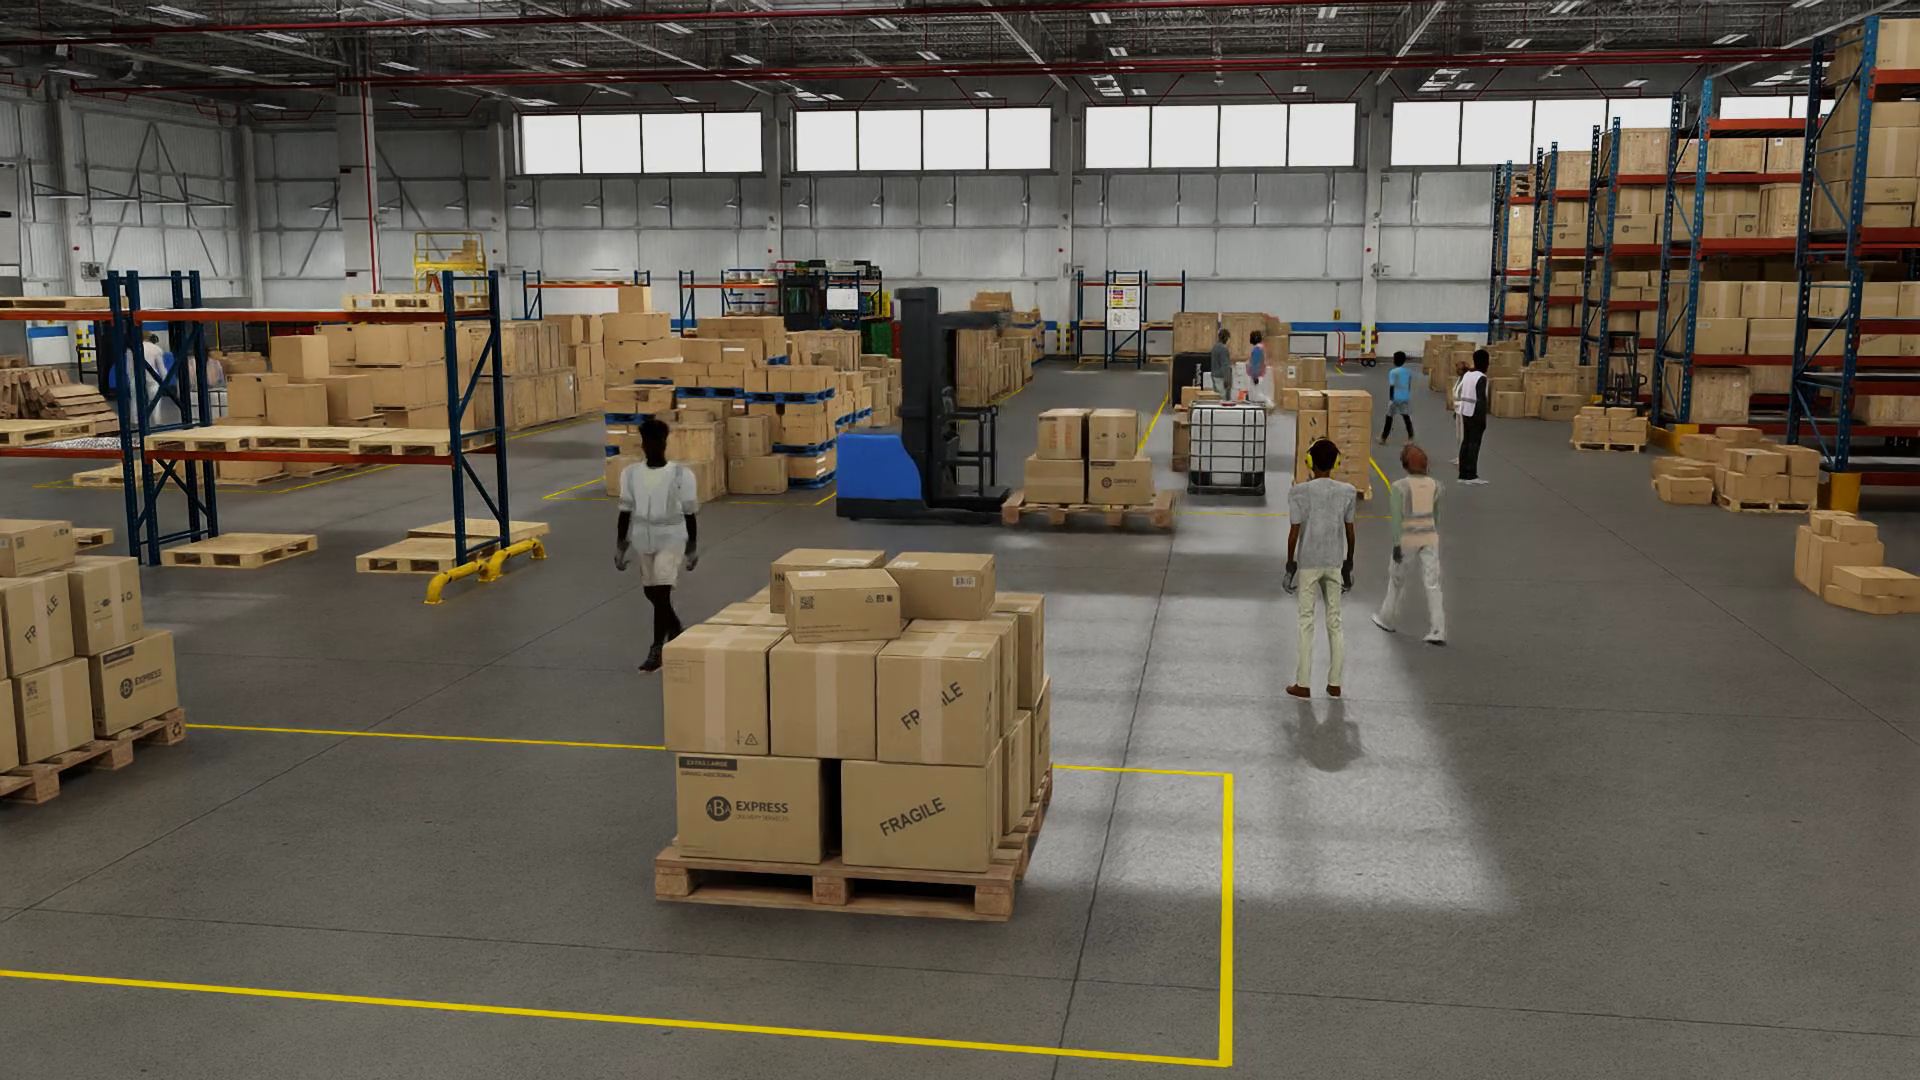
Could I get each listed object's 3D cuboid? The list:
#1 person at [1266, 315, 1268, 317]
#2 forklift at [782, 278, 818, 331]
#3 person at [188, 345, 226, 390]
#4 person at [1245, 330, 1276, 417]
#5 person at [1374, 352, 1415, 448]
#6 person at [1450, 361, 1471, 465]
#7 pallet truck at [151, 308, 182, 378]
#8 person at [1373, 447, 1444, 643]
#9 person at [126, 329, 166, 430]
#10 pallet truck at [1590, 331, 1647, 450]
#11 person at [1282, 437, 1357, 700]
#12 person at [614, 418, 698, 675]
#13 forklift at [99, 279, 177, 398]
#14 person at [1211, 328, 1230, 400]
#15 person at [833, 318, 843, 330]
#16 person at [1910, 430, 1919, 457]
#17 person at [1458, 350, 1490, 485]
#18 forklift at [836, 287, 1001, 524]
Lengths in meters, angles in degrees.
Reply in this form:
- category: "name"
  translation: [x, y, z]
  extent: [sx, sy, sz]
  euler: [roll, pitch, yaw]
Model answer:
- category: "person"
  translation: [7.793, -4.857, 42.794]
  extent: [1.062, 1.945, 0.610]
  euler: [5, 11, 30]
- category: "forklift"
  translation: [-4.141, -5.400, 43.219]
  extent: [1.129, 2.768, 1.873]
  euler: [-1, 9, -9]
- category: "person"
  translation: [-12.830, -2.440, 28.324]
  extent: [0.639, 1.797, 0.945]
  euler: [-9, 13, -44]
- category: "person"
  translation: [6.096, -3.359, 33.899]
  extent: [0.630, 1.829, 0.635]
  euler: [2, 9, 14]
- category: "person"
  translation: [7.553, -2.417, 28.613]
  extent: [0.539, 1.647, 0.893]
  euler: [-5, 10, -27]
- category: "person"
  translation: [7.865, -1.985, 26.005]
  extent: [0.314, 1.632, 0.518]
  euler: [0, 9, -2]
- category: "pallet truck"
  translation: [-21.869, -5.598, 47.154]
  extent: [0.823, 1.965, 1.885]
  euler: [4, 10, 26]
- category: "person"
  translation: [3.745, 0.033, 13.676]
  extent: [0.524, 1.583, 0.880]
  euler: [-3, 10, -18]
- category: "person"
  translation: [-15.510, -3.031, 31.590]
  extent: [0.810, 1.915, 0.550]
  euler: [-6, 11, -32]
- category: "pallet truck"
  translation: [11.253, -2.573, 28.499]
  extent: [0.823, 1.965, 1.885]
  euler: [5, 10, 27]
- category: "person"
  translation: [2.537, 0.203, 11.768]
  extent: [0.518, 1.872, 0.326]
  euler: [-1, 9, -5]
- category: "person"
  translation: [-2.310, 0.004, 12.827]
  extent: [0.615, 1.934, 0.958]
  euler: [2, 9, 14]
- category: "forklift"
  translation: [-19.606, -4.720, 39.027]
  extent: [1.873, 2.768, 1.129]
  euler: [1, 9, 9]
- category: "person"
  translation: [4.976, -3.068, 31.756]
  extent: [0.377, 1.933, 0.627]
  euler: [-2, 9, -10]
- category: "person"
  translation: [-2.871, -4.325, 39.573]
  extent: [0.635, 1.903, 0.863]
  euler: [0, 9, 2]
- category: "person"
  translation: [13.659, -1.718, 23.507]
  extent: [0.942, 1.898, 0.577]
  euler: [2, 9, 11]
- category: "person"
  translation: [7.305, -1.746, 23.650]
  extent: [0.383, 1.915, 0.591]
  euler: [-1, 9, -7]
- category: "forklift"
  translation: [-0.504, -1.655, 20.123]
  extent: [1.873, 2.768, 1.129]
  euler: [1, 9, 9]
